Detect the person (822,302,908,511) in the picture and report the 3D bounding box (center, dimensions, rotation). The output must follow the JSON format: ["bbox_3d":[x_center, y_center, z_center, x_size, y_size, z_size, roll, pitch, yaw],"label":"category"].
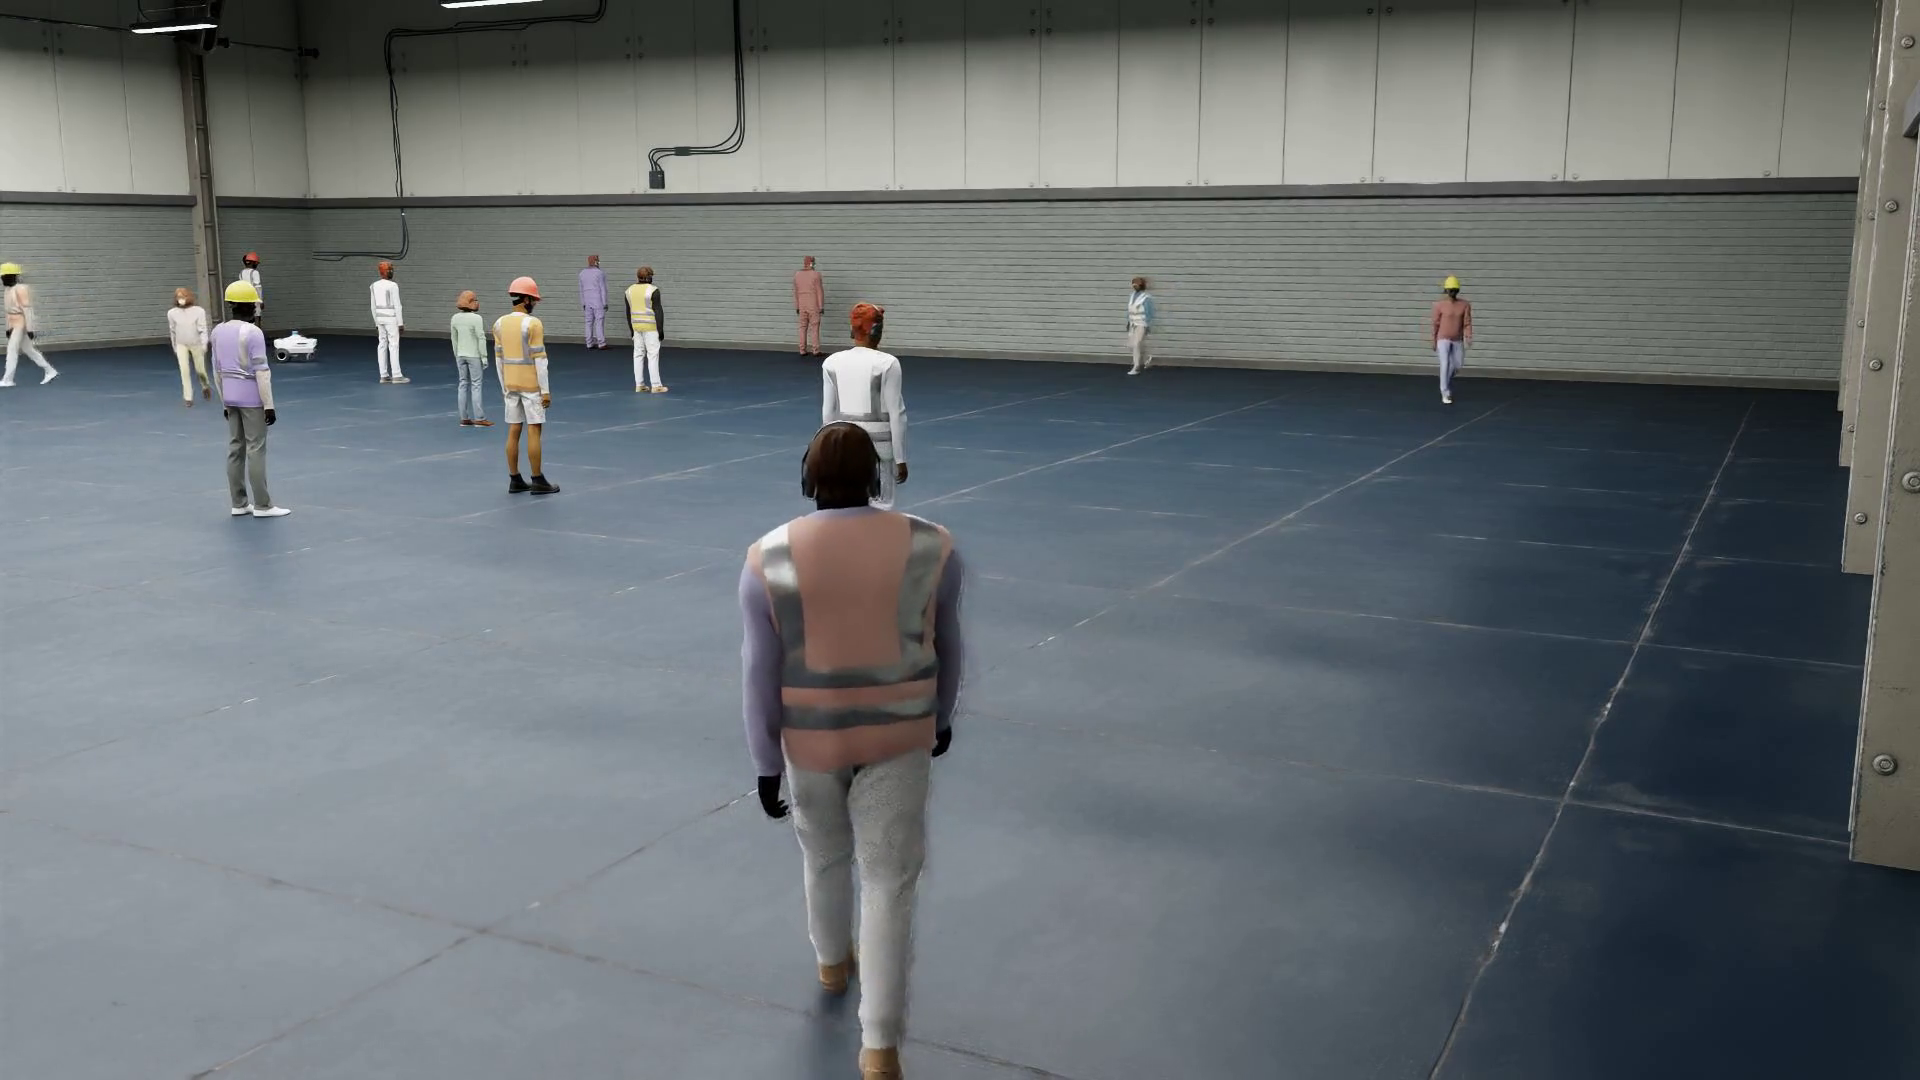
[{"bbox_3d":[-0.578,-0.531,10.360,0.574,1.887,0.355,5,12,27],"label":"person"}]

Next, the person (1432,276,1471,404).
[{"bbox_3d":[6.745,-2.771,22.934,0.523,1.746,0.628,-1,10,-3],"label":"person"}]

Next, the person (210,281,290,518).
[{"bbox_3d":[-5.811,-1.139,13.563,0.586,1.928,0.369,5,12,27],"label":"person"}]

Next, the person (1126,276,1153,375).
[{"bbox_3d":[3.001,-3.545,27.503,0.528,1.618,0.519,-6,12,-28],"label":"person"}]

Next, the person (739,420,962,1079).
[{"bbox_3d":[-0.297,0.557,4.712,0.616,1.796,0.983,0,10,-3],"label":"person"}]

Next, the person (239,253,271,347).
[{"bbox_3d":[-14.535,-4.933,34.253,0.543,1.928,0.373,5,12,27],"label":"person"}]

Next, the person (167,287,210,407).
[{"bbox_3d":[-10.398,-2.617,22.481,0.501,1.609,0.644,-2,11,-13],"label":"person"}]

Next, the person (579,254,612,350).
[{"bbox_3d":[-7.336,-4.781,33.477,0.639,1.910,0.407,5,12,27],"label":"person"}]

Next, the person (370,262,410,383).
[{"bbox_3d":[-8.898,-3.380,25.909,0.574,1.883,0.355,5,12,27],"label":"person"}]

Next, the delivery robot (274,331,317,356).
[{"bbox_3d":[-12.024,-3.532,30.104,0.707,0.478,0.477,-3,11,-17],"label":"delivery robot"}]

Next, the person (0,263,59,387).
[{"bbox_3d":[-14.384,-3.303,25.489,0.604,1.887,0.971,9,14,42],"label":"person"}]

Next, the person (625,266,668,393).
[{"bbox_3d":[-4.584,-3.078,24.373,0.621,1.845,0.429,5,12,27],"label":"person"}]

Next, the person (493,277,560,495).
[{"bbox_3d":[-3.857,-1.363,14.786,0.543,1.928,0.373,5,12,27],"label":"person"}]

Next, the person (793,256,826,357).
[{"bbox_3d":[-2.847,-4.433,31.602,0.639,1.902,0.407,5,12,27],"label":"person"}]

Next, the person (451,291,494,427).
[{"bbox_3d":[-5.892,-2.179,20.035,0.499,1.634,0.279,5,12,27],"label":"person"}]

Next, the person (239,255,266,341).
[{"bbox_3d":[-15.461,-5.272,36.254,0.520,1.873,0.328,5,12,27],"label":"person"}]
